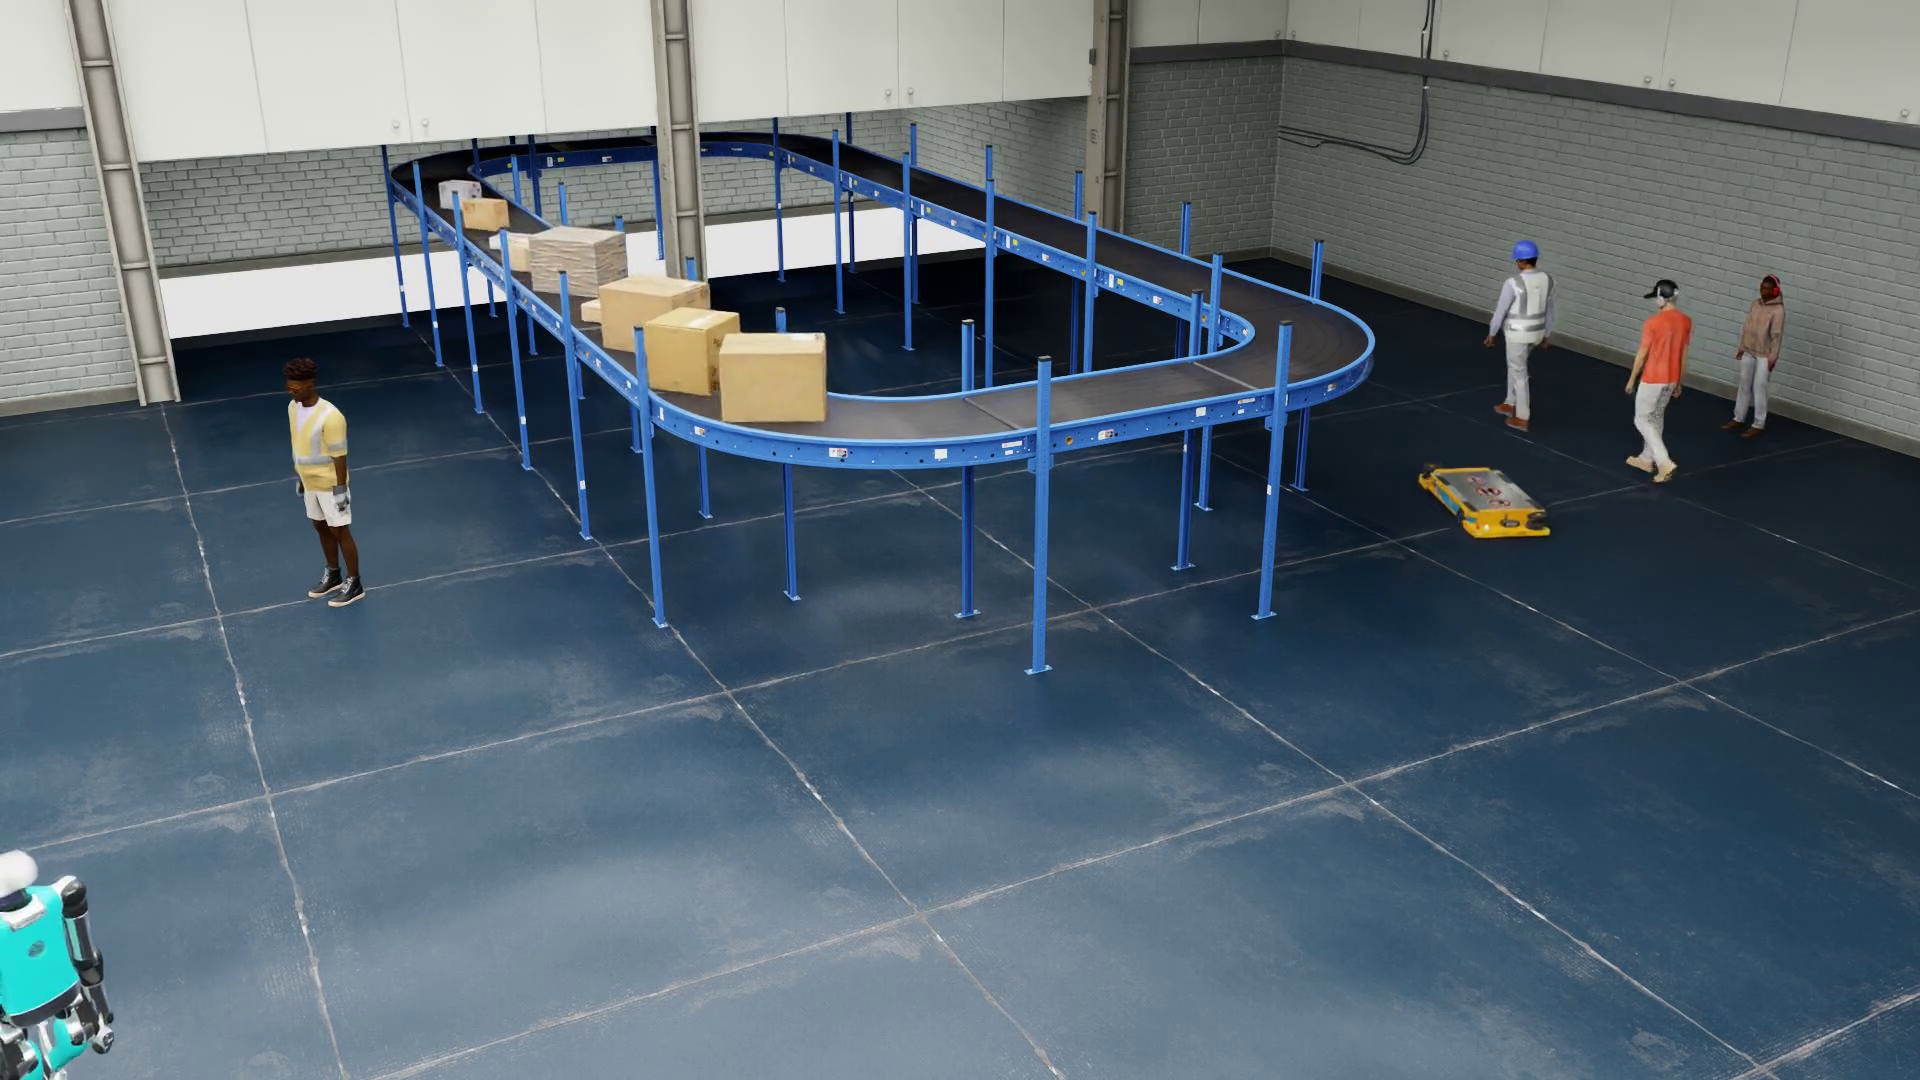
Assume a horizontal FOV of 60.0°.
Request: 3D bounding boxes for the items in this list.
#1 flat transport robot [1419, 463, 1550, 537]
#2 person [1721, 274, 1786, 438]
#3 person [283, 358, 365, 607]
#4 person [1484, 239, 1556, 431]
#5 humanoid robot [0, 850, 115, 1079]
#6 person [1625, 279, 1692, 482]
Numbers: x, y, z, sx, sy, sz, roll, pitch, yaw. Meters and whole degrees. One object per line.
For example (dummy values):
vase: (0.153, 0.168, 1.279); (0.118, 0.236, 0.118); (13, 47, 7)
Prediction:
flat transport robot: (4.635, -0.359, 14.762); (0.659, 0.231, 1.431); (-2, 22, -4)
person: (7.988, -1.843, 16.598); (0.310, 1.647, 0.474); (-6, 23, -15)
person: (-4.891, -0.455, 12.753); (0.603, 1.958, 0.371); (17, 27, 35)
person: (5.635, -2.102, 16.880); (0.607, 1.913, 0.778); (-11, 25, -25)
humanoid robot: (-3.886, 2.082, 6.926); (0.721, 1.906, 0.545); (15, 26, 32)
person: (6.482, -1.447, 15.320); (0.486, 1.880, 0.735); (-8, 23, -20)
